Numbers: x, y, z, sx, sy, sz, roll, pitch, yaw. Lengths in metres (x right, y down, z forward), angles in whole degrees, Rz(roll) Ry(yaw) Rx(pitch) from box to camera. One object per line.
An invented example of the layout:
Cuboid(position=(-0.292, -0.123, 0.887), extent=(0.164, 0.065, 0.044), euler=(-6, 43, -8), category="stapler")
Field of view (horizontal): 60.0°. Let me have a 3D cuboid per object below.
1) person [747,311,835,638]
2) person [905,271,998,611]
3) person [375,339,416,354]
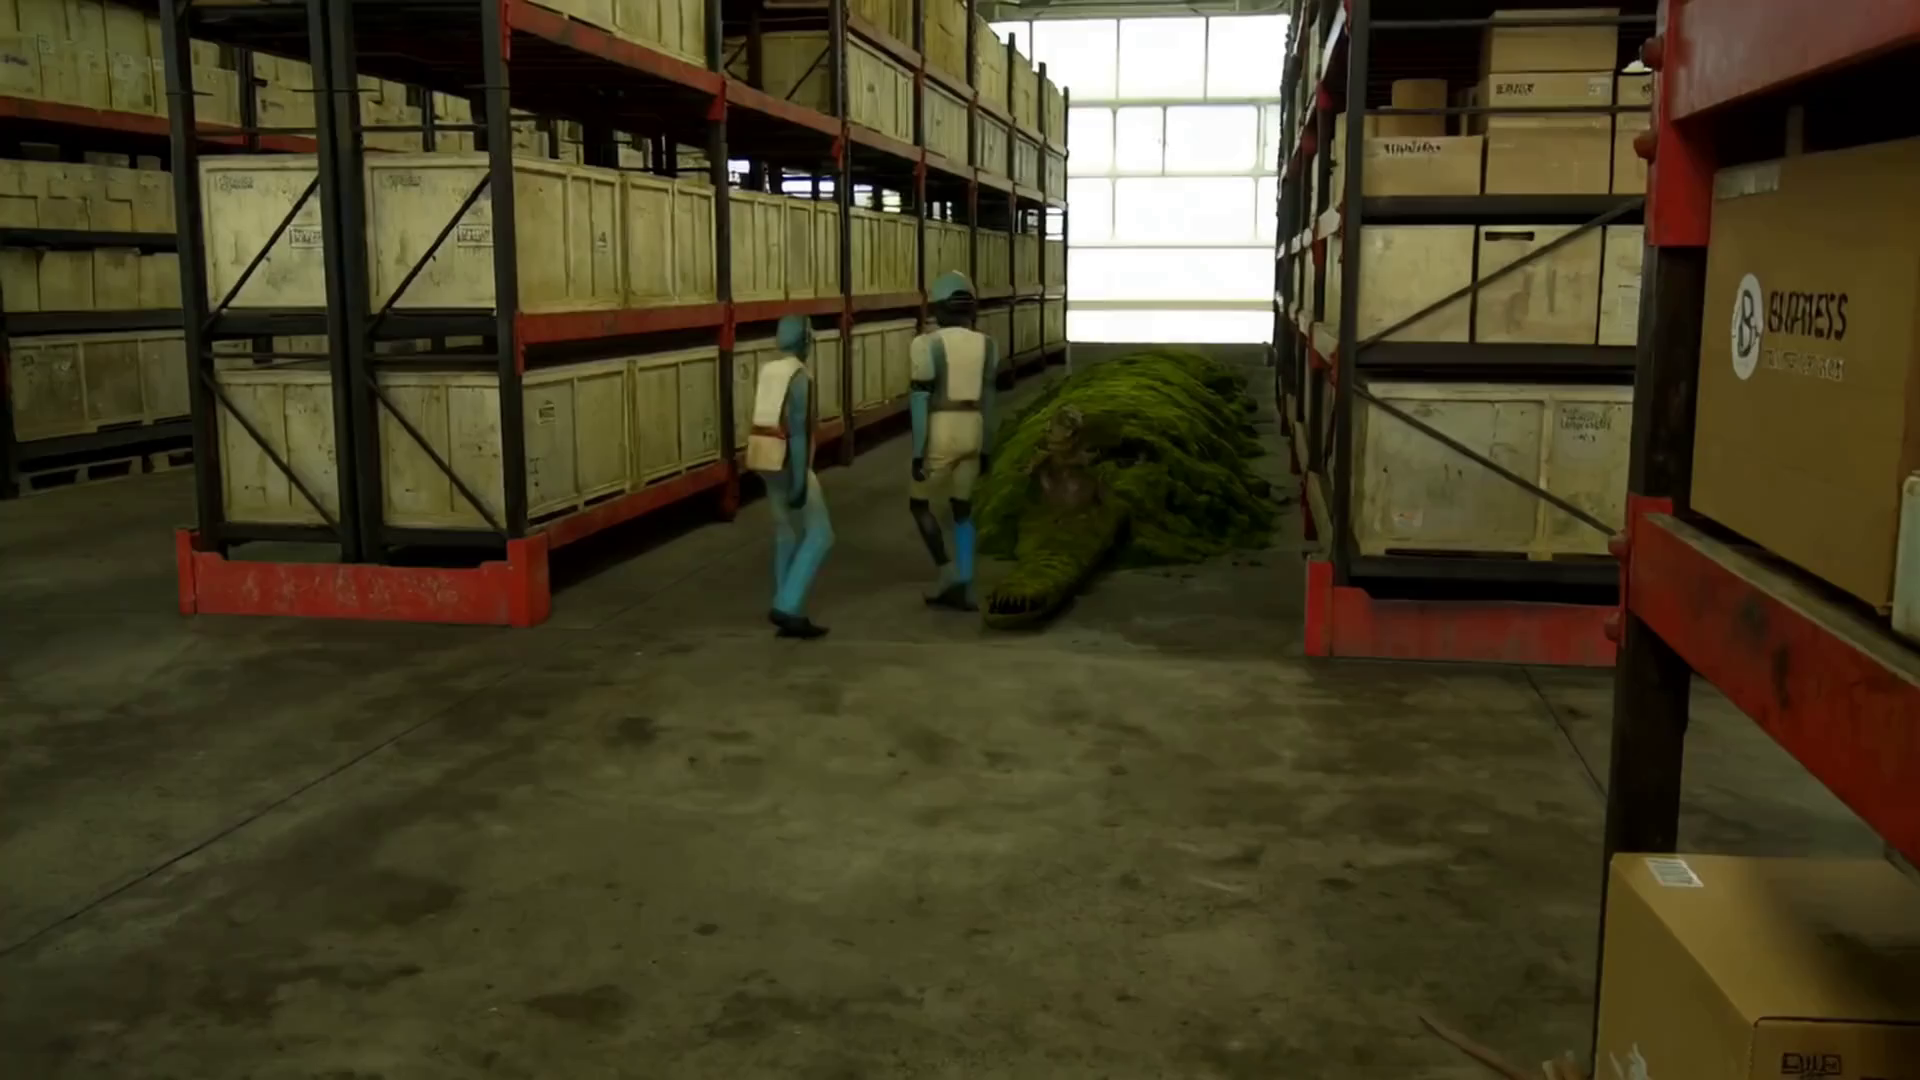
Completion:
Cuboid(position=(-0.914, -0.356, 9.213), extent=(0.496, 1.811, 0.622), euler=(-5, 10, -28), category="person")
Cuboid(position=(-0.065, -0.580, 9.925), extent=(0.625, 2.023, 0.444), euler=(-6, 11, -34), category="person")
Cuboid(position=(-5.079, -1.256, 14.524), extent=(0.678, 1.889, 0.464), euler=(1, 9, 4), category="person")
